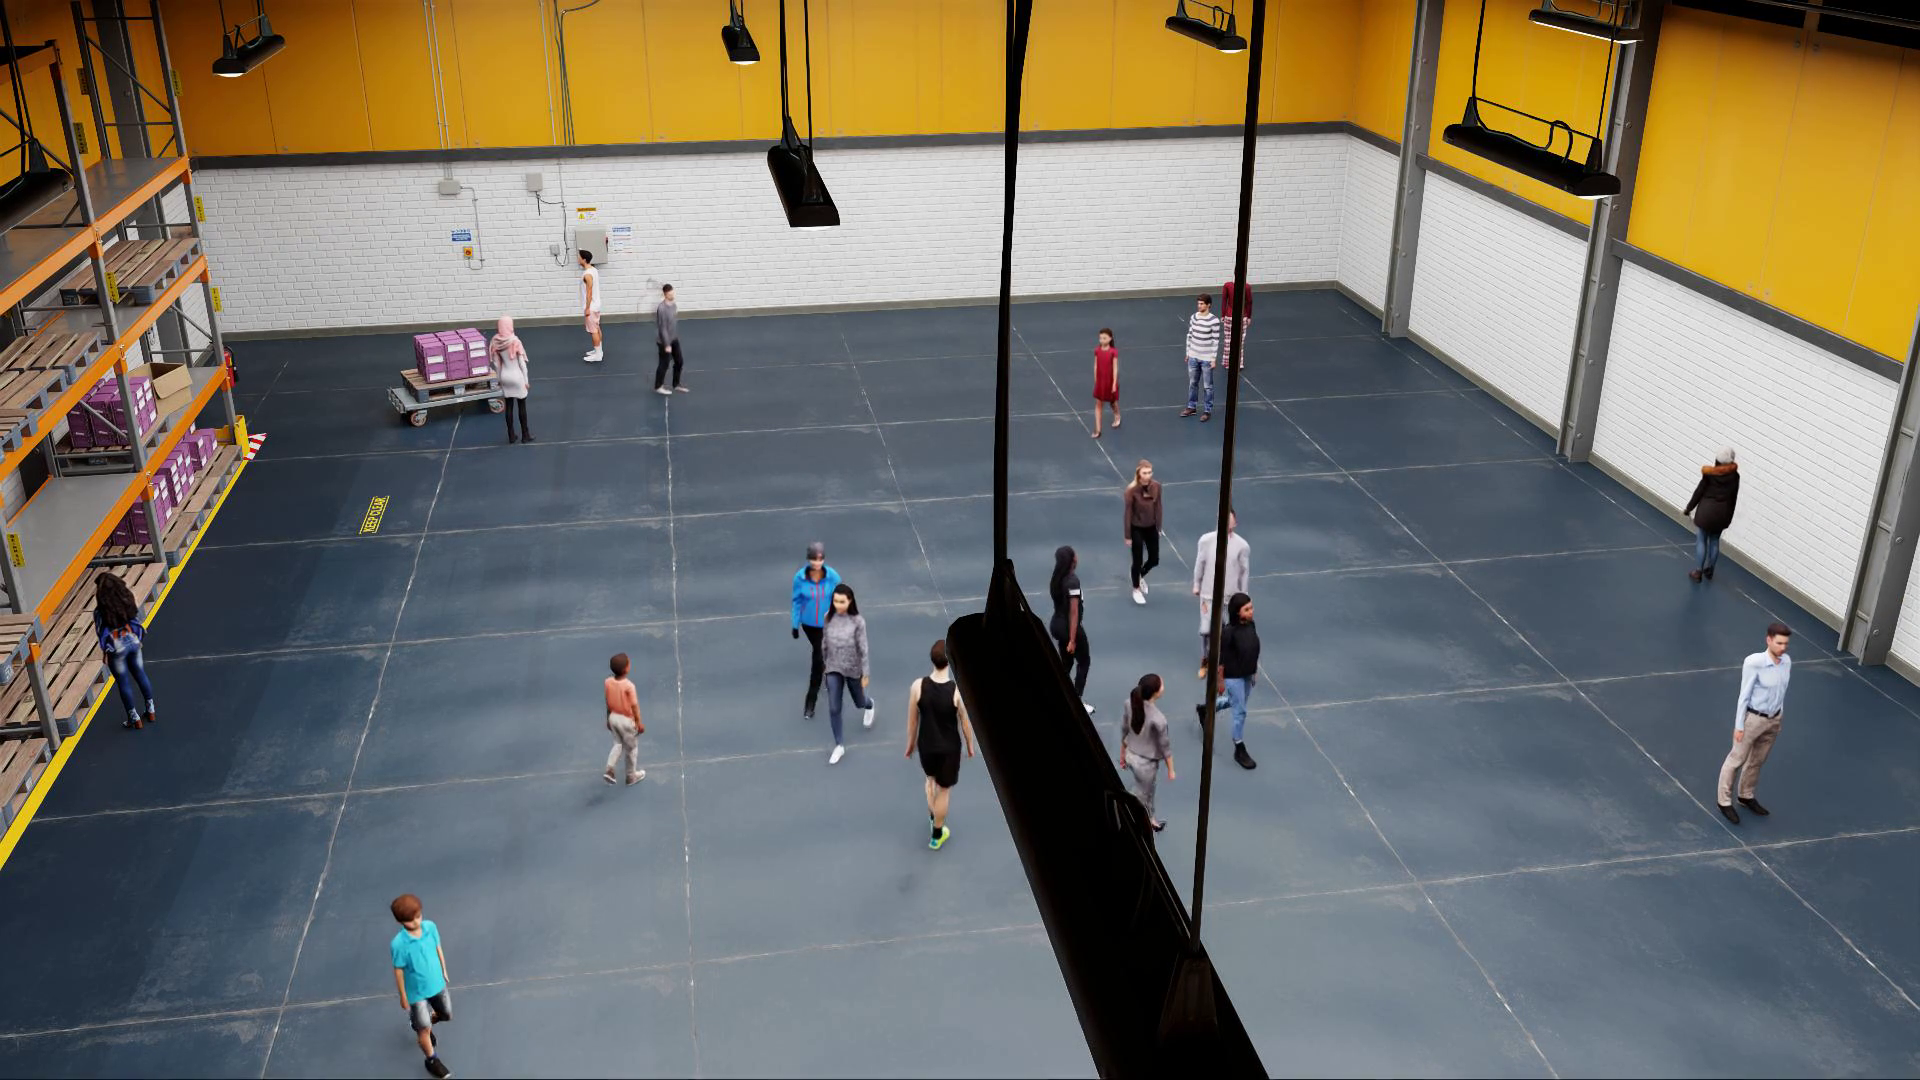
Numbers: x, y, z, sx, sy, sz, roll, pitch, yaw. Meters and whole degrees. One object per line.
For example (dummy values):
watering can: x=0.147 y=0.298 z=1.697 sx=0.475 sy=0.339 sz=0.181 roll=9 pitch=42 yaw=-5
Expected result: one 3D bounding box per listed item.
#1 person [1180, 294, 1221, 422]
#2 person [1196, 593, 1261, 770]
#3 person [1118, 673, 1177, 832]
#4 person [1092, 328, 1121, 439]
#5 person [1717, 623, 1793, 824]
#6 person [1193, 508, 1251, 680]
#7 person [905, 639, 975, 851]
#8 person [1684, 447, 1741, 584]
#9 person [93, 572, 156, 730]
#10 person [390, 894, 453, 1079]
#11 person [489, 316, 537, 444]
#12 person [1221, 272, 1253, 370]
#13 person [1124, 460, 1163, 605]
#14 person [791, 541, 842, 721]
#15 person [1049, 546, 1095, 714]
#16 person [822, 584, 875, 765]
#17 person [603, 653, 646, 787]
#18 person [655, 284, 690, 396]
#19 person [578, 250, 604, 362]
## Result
person: x=3.502 y=-2.661 z=24.044 sx=0.691 sy=1.853 sz=0.777 roll=19 pitch=30 yaw=36
person: x=2.500 y=1.240 z=15.340 sx=0.898 sy=1.679 sz=1.096 roll=-18 pitch=29 yaw=-35
person: x=1.450 y=1.905 z=13.852 sx=0.878 sy=1.651 sz=0.884 roll=-15 pitch=28 yaw=-31
person: x=2.101 y=-2.260 z=23.525 sx=0.874 sy=1.535 sz=1.057 roll=10 pitch=25 yaw=21
person: x=6.929 y=1.552 z=14.417 sx=0.674 sy=1.845 sz=0.621 roll=-8 pitch=25 yaw=-17
person: x=2.636 y=0.488 z=16.872 sx=0.813 sy=1.828 sz=0.802 roll=5 pitch=24 yaw=11
person: x=-0.200 y=1.756 z=13.913 sx=0.874 sy=1.875 sz=0.911 roll=7 pitch=24 yaw=15
person: x=8.544 y=-0.274 z=18.865 sx=0.654 sy=1.629 sz=0.693 roll=-1 pitch=24 yaw=-1
person: x=-8.001 y=1.036 z=15.881 sx=0.764 sy=1.618 sz=0.689 roll=13 pitch=27 yaw=28
person: x=-3.756 y=3.044 z=11.514 sx=0.821 sy=1.437 sz=0.753 roll=17 pitch=29 yaw=34
person: x=-6.219 y=-2.227 z=23.114 sx=0.713 sy=1.804 sz=0.713 roll=4 pitch=24 yaw=10
person: x=4.355 y=-3.525 z=26.229 sx=0.689 sy=1.687 sz=0.662 roll=7 pitch=25 yaw=16
person: x=1.991 y=-0.122 z=18.444 sx=0.679 sy=1.687 sz=0.677 roll=-9 pitch=25 yaw=-20
person: x=-1.374 y=0.794 z=16.254 sx=0.921 sy=1.764 sz=1.240 roll=3 pitch=24 yaw=8
person: x=1.015 y=0.912 z=16.051 sx=0.836 sy=1.710 sz=0.691 roll=-5 pitch=24 yaw=-12
person: x=-1.032 y=1.172 z=15.456 sx=0.940 sy=1.710 sz=1.143 roll=8 pitch=25 yaw=17
person: x=-3.057 y=1.644 z=14.885 sx=0.684 sy=1.302 sz=0.750 roll=14 pitch=27 yaw=29
person: x=-4.450 y=-3.010 z=24.995 sx=0.877 sy=1.732 sz=0.839 roll=5 pitch=24 yaw=12
person: x=-5.905 y=-3.764 z=26.650 sx=0.730 sy=1.788 sz=0.540 roll=-1 pitch=24 yaw=-2
